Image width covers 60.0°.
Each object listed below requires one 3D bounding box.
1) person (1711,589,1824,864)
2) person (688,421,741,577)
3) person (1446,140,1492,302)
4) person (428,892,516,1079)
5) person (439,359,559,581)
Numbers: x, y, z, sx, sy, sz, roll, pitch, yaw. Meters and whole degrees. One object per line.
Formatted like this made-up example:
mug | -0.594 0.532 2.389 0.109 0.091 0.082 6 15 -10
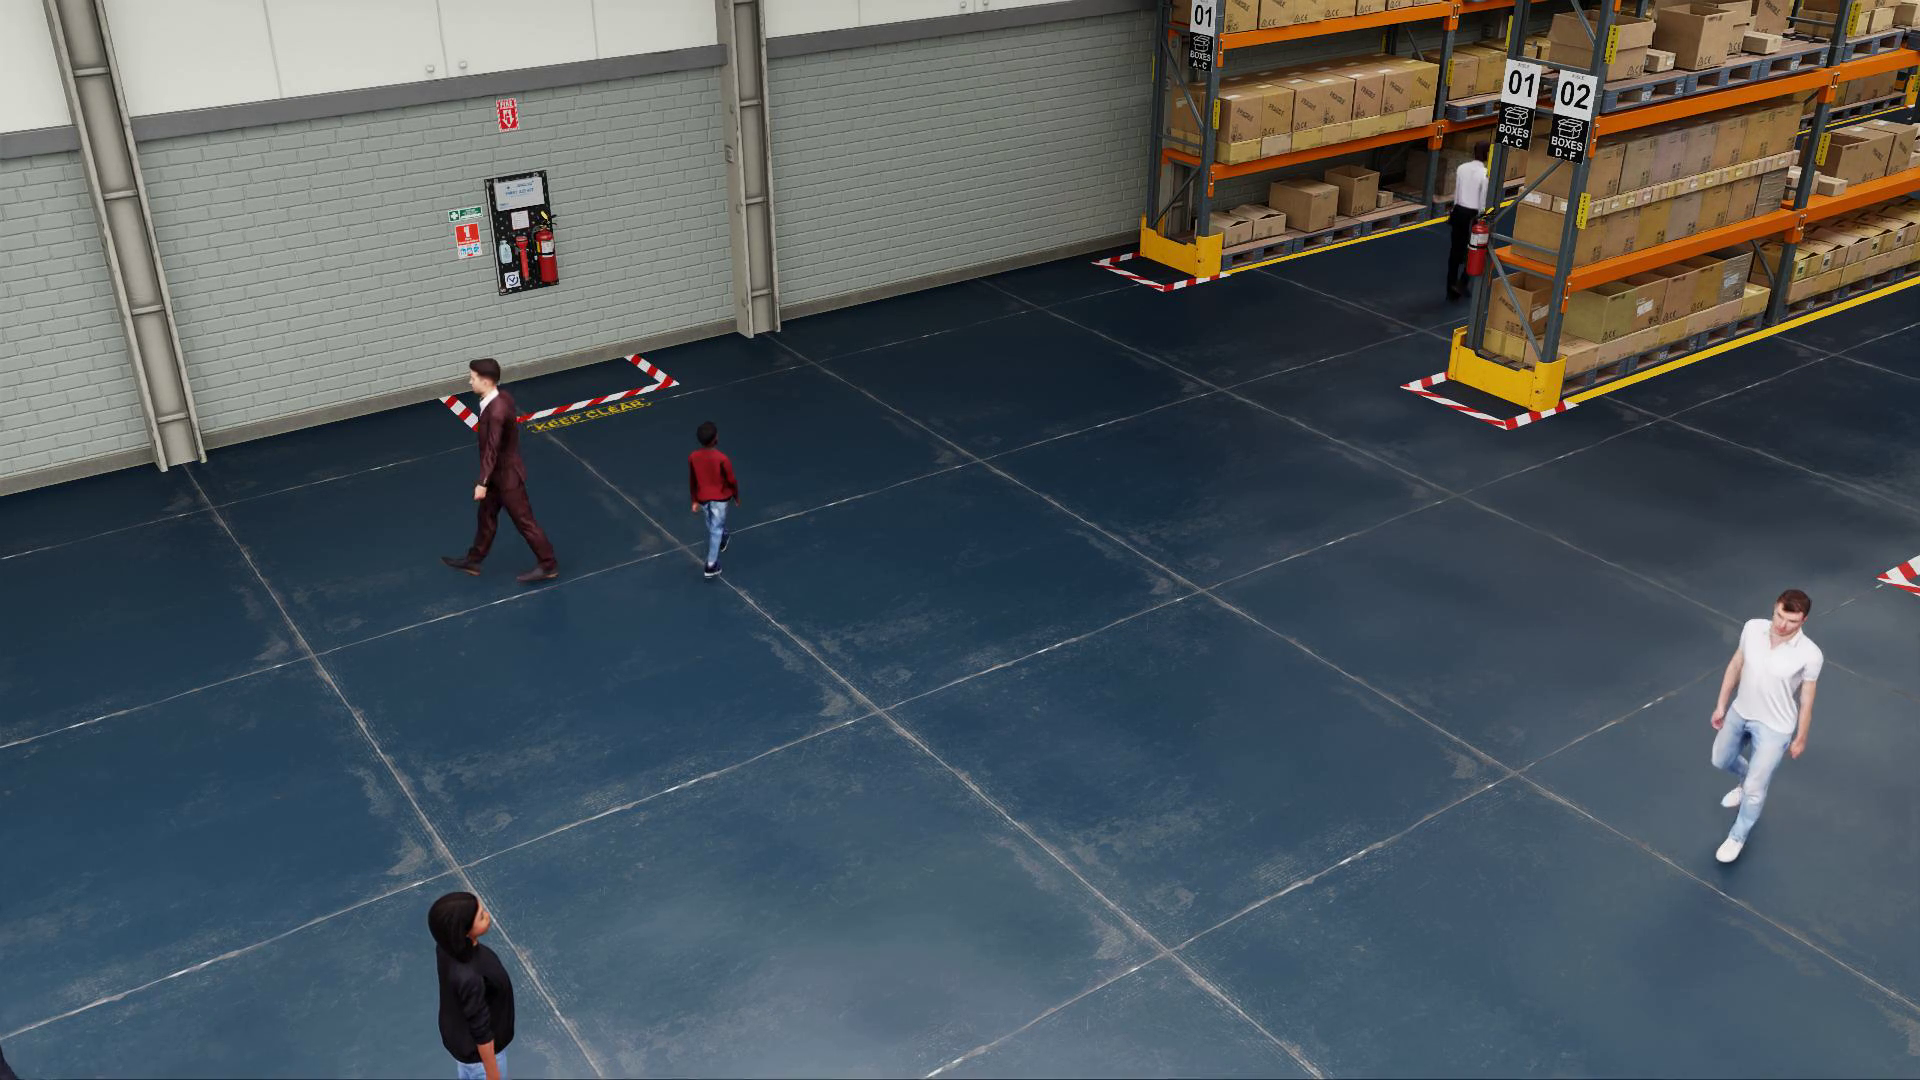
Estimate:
person | 4.749 1.042 9.771 0.894 1.831 0.702 -15 31 -26
person | -1.958 -0.302 13.038 0.846 1.230 0.943 7 28 14
person | 5.666 -3.565 18.732 0.712 1.819 0.699 -24 35 -38
person | -2.186 2.281 7.510 0.517 1.699 0.560 -19 33 -33
person | -3.401 -0.498 12.771 1.211 1.822 0.923 -7 28 -14
